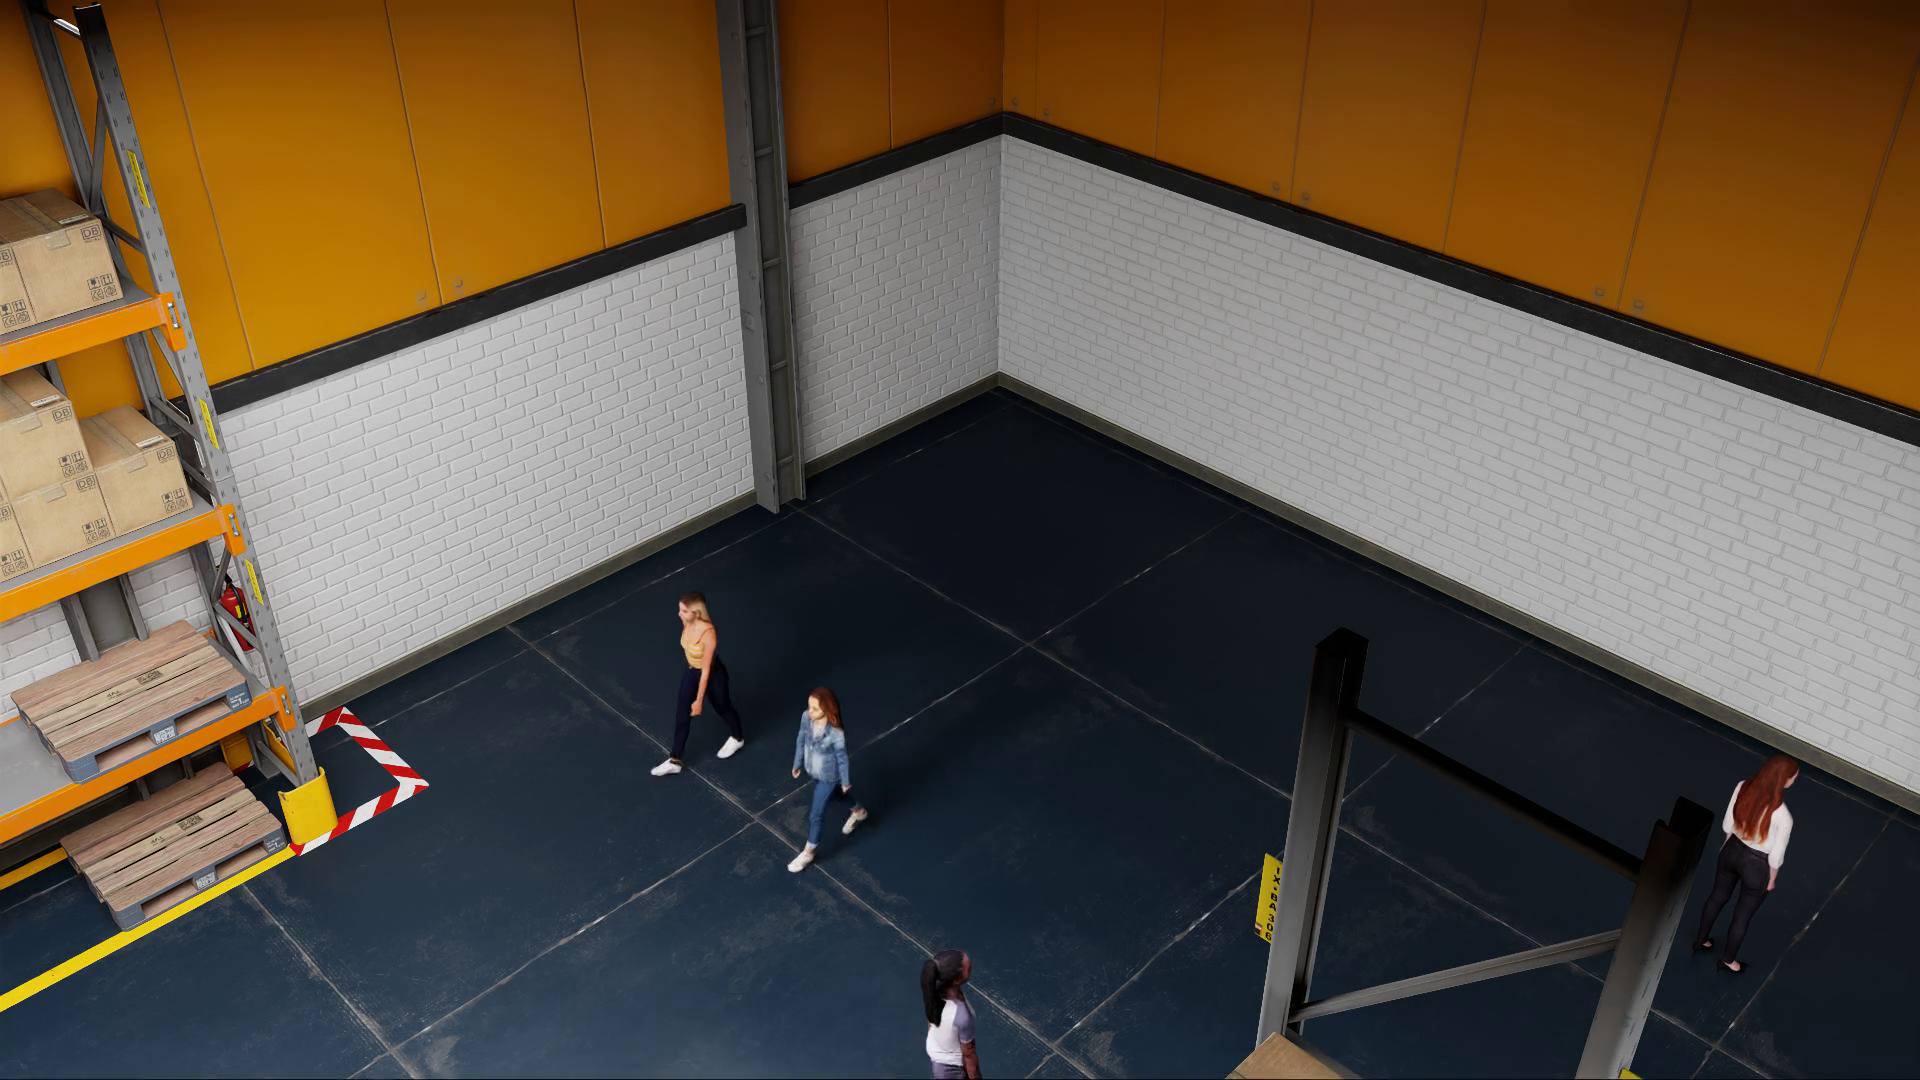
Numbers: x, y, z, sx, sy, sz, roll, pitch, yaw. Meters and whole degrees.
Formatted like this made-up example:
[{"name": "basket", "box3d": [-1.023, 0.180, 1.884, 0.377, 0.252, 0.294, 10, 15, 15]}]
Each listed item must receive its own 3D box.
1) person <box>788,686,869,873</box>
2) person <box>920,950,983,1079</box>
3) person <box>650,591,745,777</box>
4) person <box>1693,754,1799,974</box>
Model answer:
[{"name": "person", "box3d": [-0.902, 1.605, 11.765, 0.993, 1.447, 0.577, -28, 43, -35]}, {"name": "person", "box3d": [-0.132, 2.999, 9.448, 1.222, 1.691, 0.891, -14, 36, -20]}, {"name": "person", "box3d": [-1.828, 1.032, 12.496, 1.029, 1.593, 0.595, -28, 42, -35]}, {"name": "person", "box3d": [5.081, 2.093, 10.746, 0.605, 1.762, 0.648, -15, 37, -22]}]
